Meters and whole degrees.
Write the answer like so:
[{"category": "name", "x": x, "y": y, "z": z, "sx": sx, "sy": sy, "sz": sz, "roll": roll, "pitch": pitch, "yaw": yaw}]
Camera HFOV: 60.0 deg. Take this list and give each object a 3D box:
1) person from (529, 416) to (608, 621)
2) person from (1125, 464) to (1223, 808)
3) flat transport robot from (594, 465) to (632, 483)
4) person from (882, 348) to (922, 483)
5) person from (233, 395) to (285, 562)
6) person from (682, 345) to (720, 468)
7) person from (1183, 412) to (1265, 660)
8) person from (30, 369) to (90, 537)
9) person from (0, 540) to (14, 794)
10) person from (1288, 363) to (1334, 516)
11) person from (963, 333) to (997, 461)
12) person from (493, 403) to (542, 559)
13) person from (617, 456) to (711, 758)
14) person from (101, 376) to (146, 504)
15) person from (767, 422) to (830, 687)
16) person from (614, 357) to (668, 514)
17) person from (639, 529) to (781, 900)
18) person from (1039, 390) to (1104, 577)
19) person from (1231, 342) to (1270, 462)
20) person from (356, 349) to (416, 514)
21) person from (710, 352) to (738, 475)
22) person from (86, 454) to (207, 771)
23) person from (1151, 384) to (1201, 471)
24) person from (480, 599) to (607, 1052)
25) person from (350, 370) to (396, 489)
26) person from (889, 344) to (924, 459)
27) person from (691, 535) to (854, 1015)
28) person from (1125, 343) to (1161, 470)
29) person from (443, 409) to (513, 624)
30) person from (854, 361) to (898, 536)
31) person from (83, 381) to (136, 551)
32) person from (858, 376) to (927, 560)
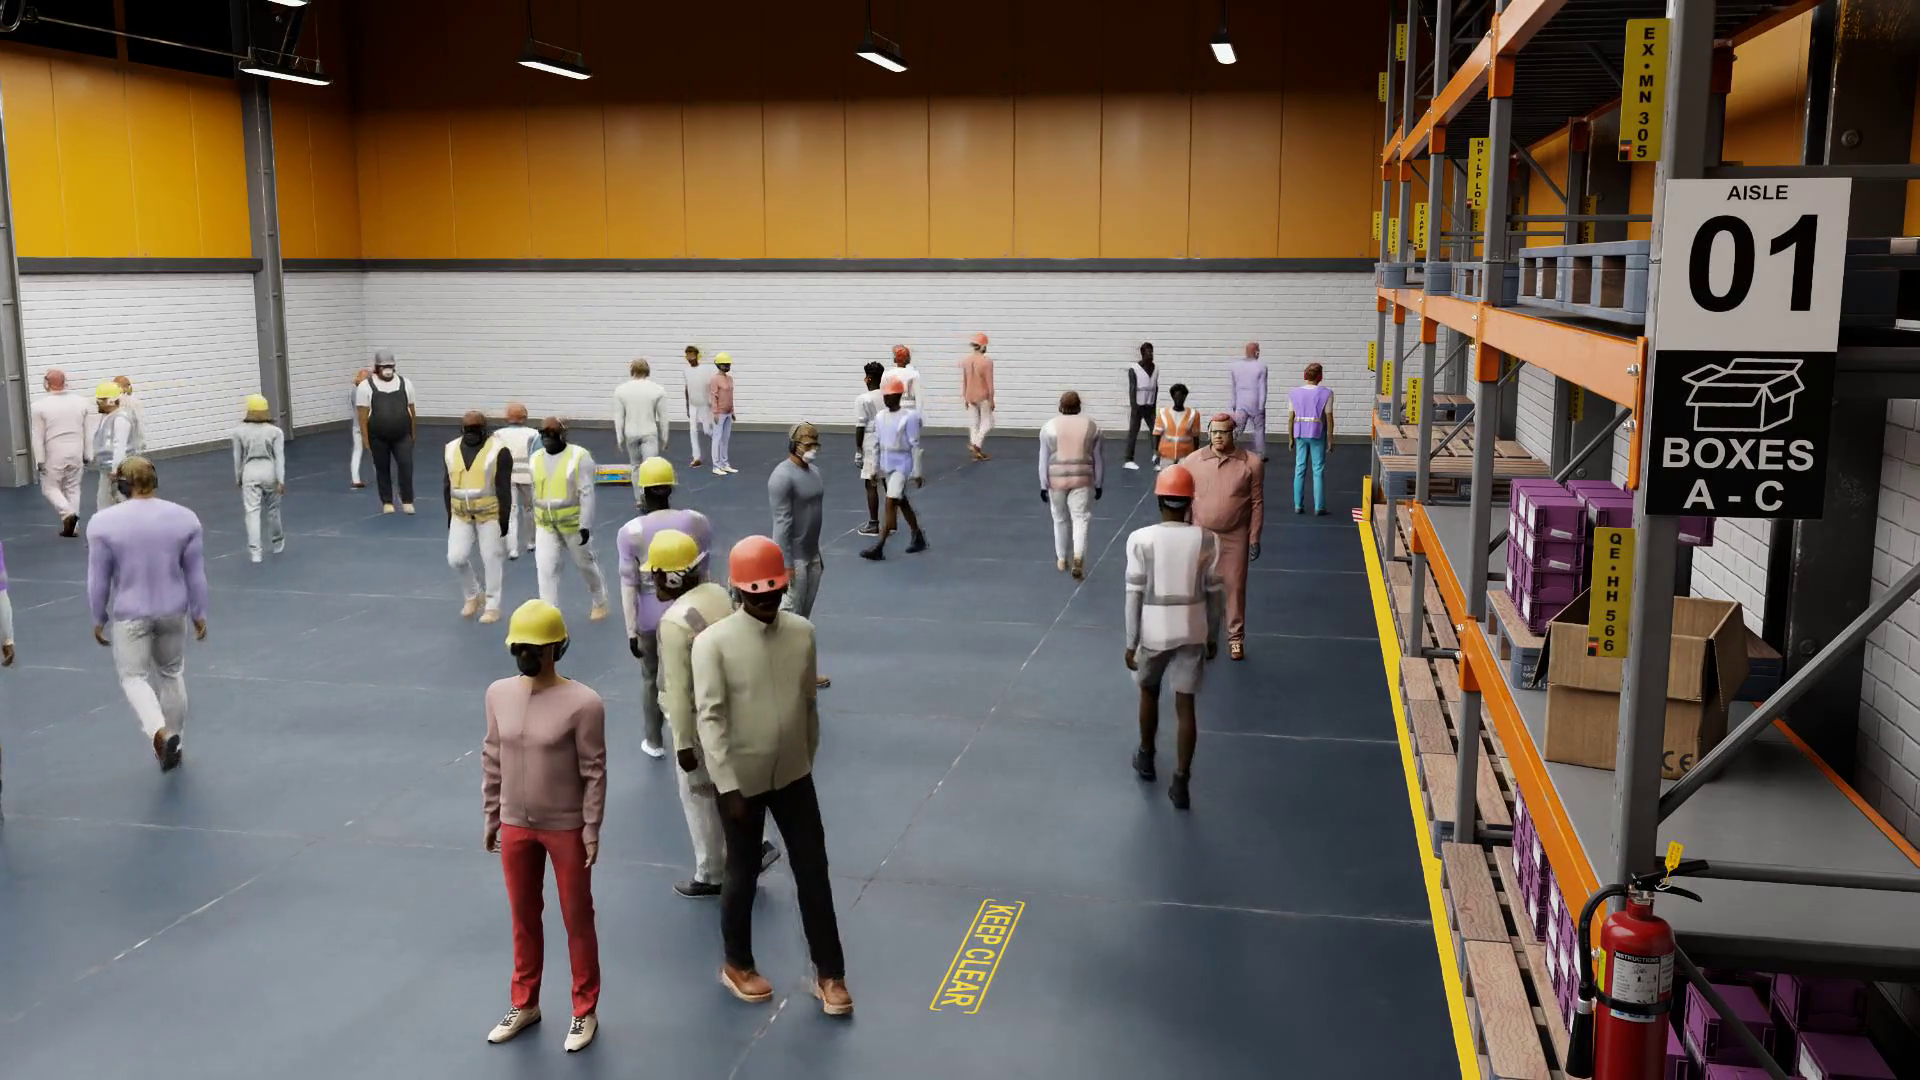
[{"category": "person", "x": -3.267, "y": -0.144, "z": 13.846, "sx": 0.631, "sy": 1.804, "sz": 0.959, "roll": 2, "pitch": 10, "yaw": 13}, {"category": "person", "x": 1.203, "y": 0.512, "z": 9.546, "sx": 0.562, "sy": 1.898, "sz": 0.906, "roll": 0, "pitch": 9, "yaw": 0}, {"category": "flat transport robot", "x": -4.922, "y": -0.909, "z": 23.011, "sx": 1.431, "sy": 0.197, "sz": 0.652, "roll": -2, "pitch": 10, "yaw": -11}, {"category": "person", "x": -0.795, "y": -1.720, "z": 23.053, "sx": 0.573, "sy": 1.883, "sz": 0.353, "roll": 2, "pitch": 10, "yaw": 12}, {"category": "person", "x": -7.198, "y": -0.640, "z": 17.119, "sx": 0.500, "sy": 1.690, "sz": 0.943, "roll": -3, "pitch": 10, "yaw": -16}, {"category": "person", "x": -3.870, "y": -2.025, "z": 25.033, "sx": 0.581, "sy": 1.836, "sz": 0.778, "roll": 4, "pitch": 10, "yaw": 21}, {"category": "person", "x": 1.997, "y": -0.028, "z": 12.784, "sx": 0.652, "sy": 1.906, "sz": 0.409, "roll": 3, "pitch": 10, "yaw": 16}, {"category": "person", "x": -9.871, "y": -0.938, "z": 18.321, "sx": 0.564, "sy": 1.890, "sz": 0.649, "roll": 7, "pitch": 12, "yaw": 35}, {"category": "person", "x": -5.599, "y": 0.556, "z": 9.281, "sx": 0.549, "sy": 1.918, "sz": 0.669, "roll": -6, "pitch": 11, "yaw": -32}, {"category": "person", "x": 4.236, "y": -1.215, "z": 20.116, "sx": 0.563, "sy": 1.847, "sz": 0.393, "roll": 6, "pitch": 11, "yaw": 32}, {"category": "person", "x": 0.302, "y": -2.195, "z": 25.600, "sx": 0.638, "sy": 1.983, "sz": 0.440, "roll": 9, "pitch": 13, "yaw": 44}, {"category": "person", "x": -4.590, "y": -0.620, "z": 17.291, "sx": 0.527, "sy": 1.595, "sz": 0.833, "roll": -2, "pitch": 10, "yaw": -11}, {"category": "person", "x": -1.741, "y": 0.449, "z": 9.958, "sx": 0.586, "sy": 1.901, "sz": 0.879, "roll": -4, "pitch": 10, "yaw": -25}, {"category": "person", "x": -10.548, "y": -1.257, "z": 21.011, "sx": 0.509, "sy": 1.632, "sz": 0.268, "roll": 0, "pitch": 9, "yaw": -3}, {"category": "person", "x": -1.134, "y": 0.129, "z": 11.759, "sx": 0.373, "sy": 1.936, "sz": 0.627, "roll": 3, "pitch": 10, "yaw": 18}, {"category": "person", "x": -3.872, "y": -1.259, "z": 20.209, "sx": 0.637, "sy": 1.916, "sz": 0.848, "roll": -1, "pitch": 9, "yaw": -4}, {"category": "person", "x": -1.215, "y": 0.837, "z": 7.887, "sx": 0.555, "sy": 1.804, "sz": 0.615, "roll": 3, "pitch": 10, "yaw": 16}, {"category": "person", "x": 1.088, "y": -0.555, "z": 16.254, "sx": 0.637, "sy": 1.820, "sz": 0.853, "roll": 0, "pitch": 9, "yaw": 3}, {"category": "person", "x": 4.369, "y": -2.070, "z": 25.223, "sx": 0.656, "sy": 1.867, "sz": 0.969, "roll": 8, "pitch": 12, "yaw": 40}, {"category": "person", "x": -6.890, "y": -1.306, "z": 20.084, "sx": 0.696, "sy": 2.000, "sz": 0.807, "roll": -5, "pitch": 11, "yaw": -28}, {"category": "person", "x": -3.416, "y": -1.828, "z": 24.056, "sx": 0.312, "sy": 1.769, "sz": 0.522, "roll": 4, "pitch": 10, "yaw": 23}, {"category": "person", "x": -4.775, "y": 0.454, "z": 9.849, "sx": 0.647, "sy": 1.924, "sz": 0.738, "roll": -8, "pitch": 12, "yaw": -39}, {"category": "person", "x": 2.472, "y": -0.952, "z": 19.063, "sx": 0.548, "sy": 1.656, "sz": 0.831, "roll": 2, "pitch": 10, "yaw": 11}, {"category": "person", "x": -1.611, "y": 1.096, "z": 6.433, "sx": 0.522, "sy": 1.771, "sz": 0.306, "roll": 3, "pitch": 10, "yaw": 15}, {"category": "person", "x": -8.028, "y": -1.512, "z": 22.635, "sx": 0.514, "sy": 1.605, "sz": 0.754, "roll": 4, "pitch": 10, "yaw": 24}, {"category": "person", "x": -0.786, "y": -1.943, "z": 24.461, "sx": 0.686, "sy": 1.867, "sz": 0.583, "roll": 9, "pitch": 13, "yaw": 42}, {"category": "person", "x": -0.793, "y": 0.950, "z": 6.708, "sx": 0.630, "sy": 1.959, "sz": 0.652, "roll": -7, "pitch": 12, "yaw": -38}, {"category": "person", "x": 2.754, "y": -1.945, "z": 24.423, "sx": 0.615, "sy": 1.872, "sz": 0.940, "roll": -7, "pitch": 12, "yaw": -35}, {"category": "person", "x": -4.074, "y": -0.197, "z": 14.069, "sx": 0.634, "sy": 1.818, "sz": 0.438, "roll": 1, "pitch": 9, "yaw": 7}, {"category": "person", "x": -0.934, "y": -1.029, "z": 18.703, "sx": 0.396, "sy": 1.953, "sz": 0.620, "roll": 9, "pitch": 13, "yaw": 43}, {"category": "person", "x": -8.921, "y": -0.792, "z": 17.701, "sx": 0.787, "sy": 1.808, "sz": 0.592, "roll": -9, "pitch": 13, "yaw": -43}, {"category": "person", "x": -0.677, "y": -0.754, "z": 17.226, "sx": 0.562, "sy": 1.886, "sz": 1.022, "roll": 9, "pitch": 13, "yaw": 42}]
